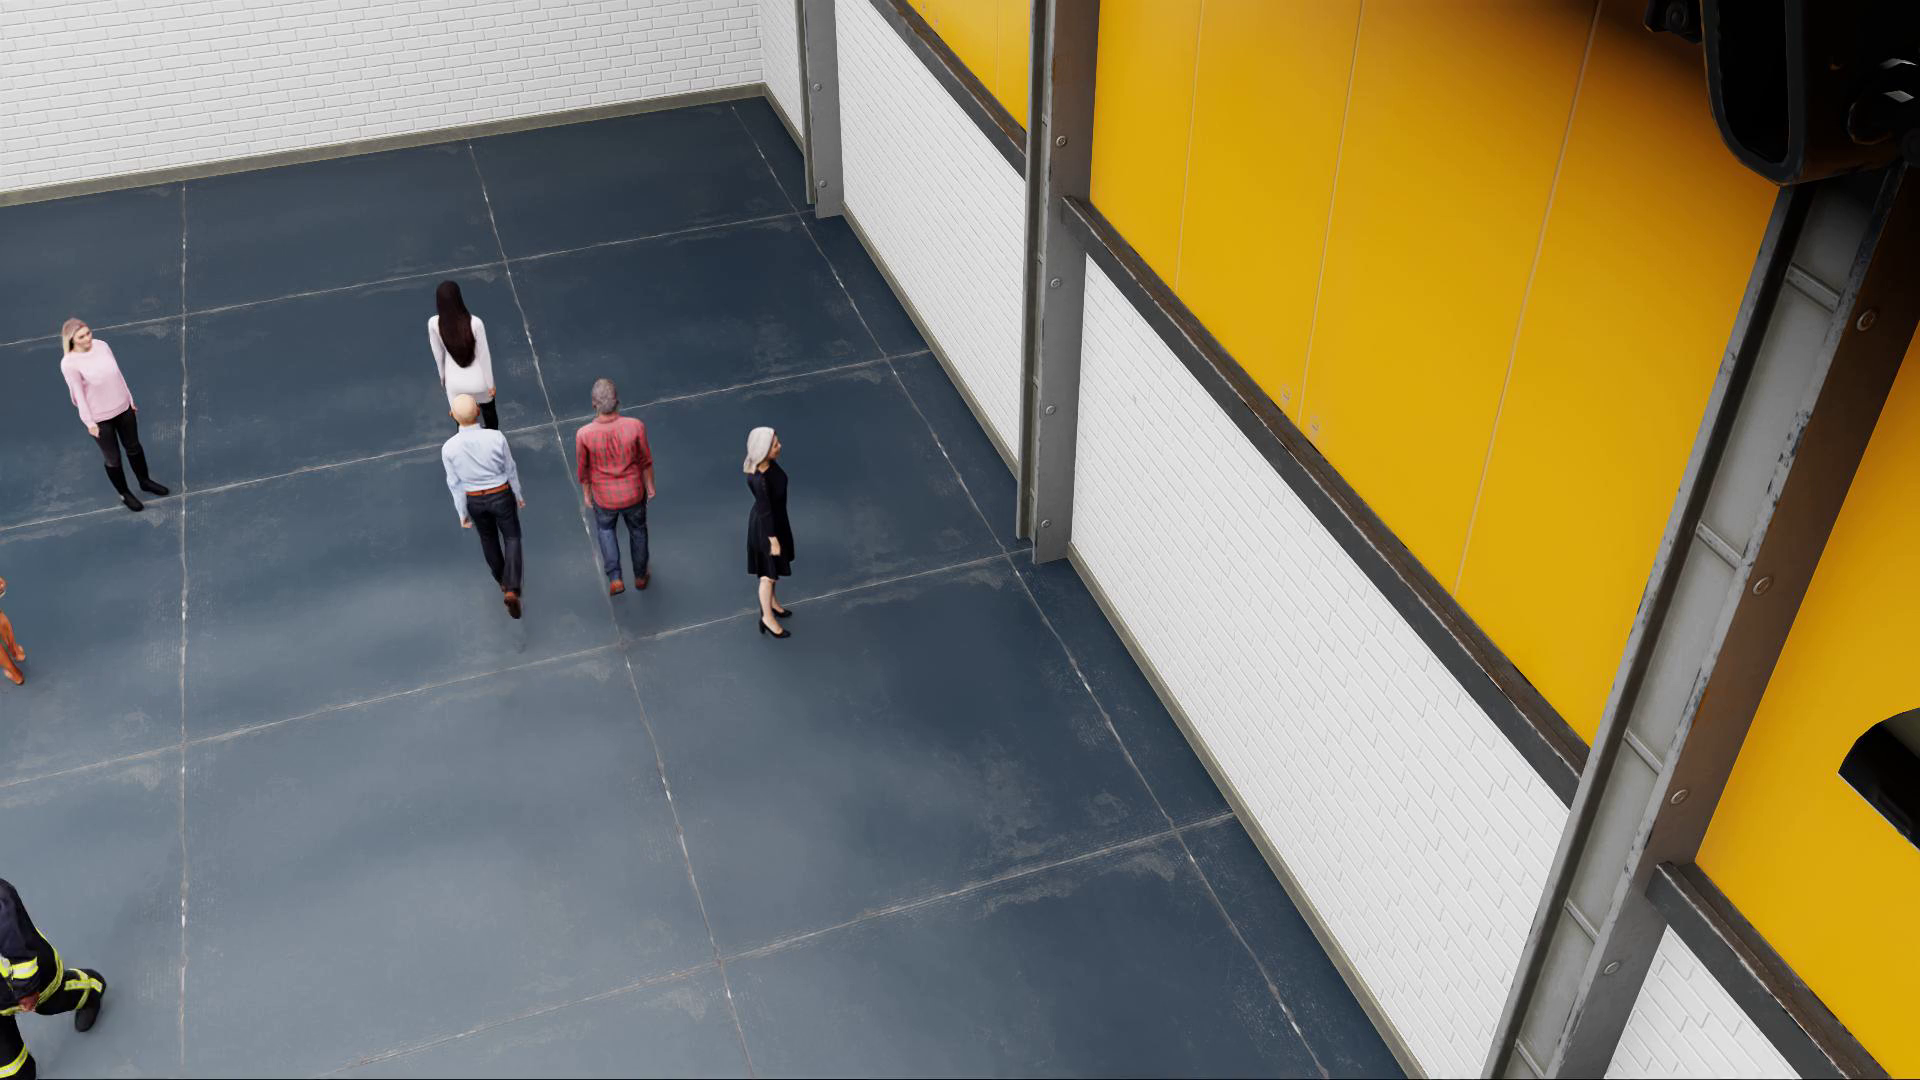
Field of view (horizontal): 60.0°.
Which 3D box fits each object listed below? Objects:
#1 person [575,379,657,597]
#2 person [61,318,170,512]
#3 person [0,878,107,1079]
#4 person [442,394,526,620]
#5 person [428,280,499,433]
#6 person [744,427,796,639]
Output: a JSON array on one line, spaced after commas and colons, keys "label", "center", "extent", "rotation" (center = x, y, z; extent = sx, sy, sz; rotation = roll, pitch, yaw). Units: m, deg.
[{"label": "person", "center": [-2.449, -0.312, 11.976], "extent": [0.775, 1.819, 0.865], "rotation": [-7, 39, -9]}, {"label": "person", "center": [-6.650, -1.004, 12.949], "extent": [0.744, 1.686, 0.687], "rotation": [17, 42, 20]}, {"label": "person", "center": [-5.063, 2.186, 8.872], "extent": [1.034, 1.788, 1.292], "rotation": [2, 39, 2]}, {"label": "person", "center": [-3.356, -0.217, 11.895], "extent": [0.710, 1.771, 1.069], "rotation": [-9, 40, -11]}, {"label": "person", "center": [-3.906, -1.173, 13.092], "extent": [0.877, 1.771, 1.225], "rotation": [-1, 39, -1]}, {"label": "person", "center": [-1.342, -0.064, 11.727], "extent": [0.745, 1.742, 0.613], "rotation": [0, 39, 0]}]
